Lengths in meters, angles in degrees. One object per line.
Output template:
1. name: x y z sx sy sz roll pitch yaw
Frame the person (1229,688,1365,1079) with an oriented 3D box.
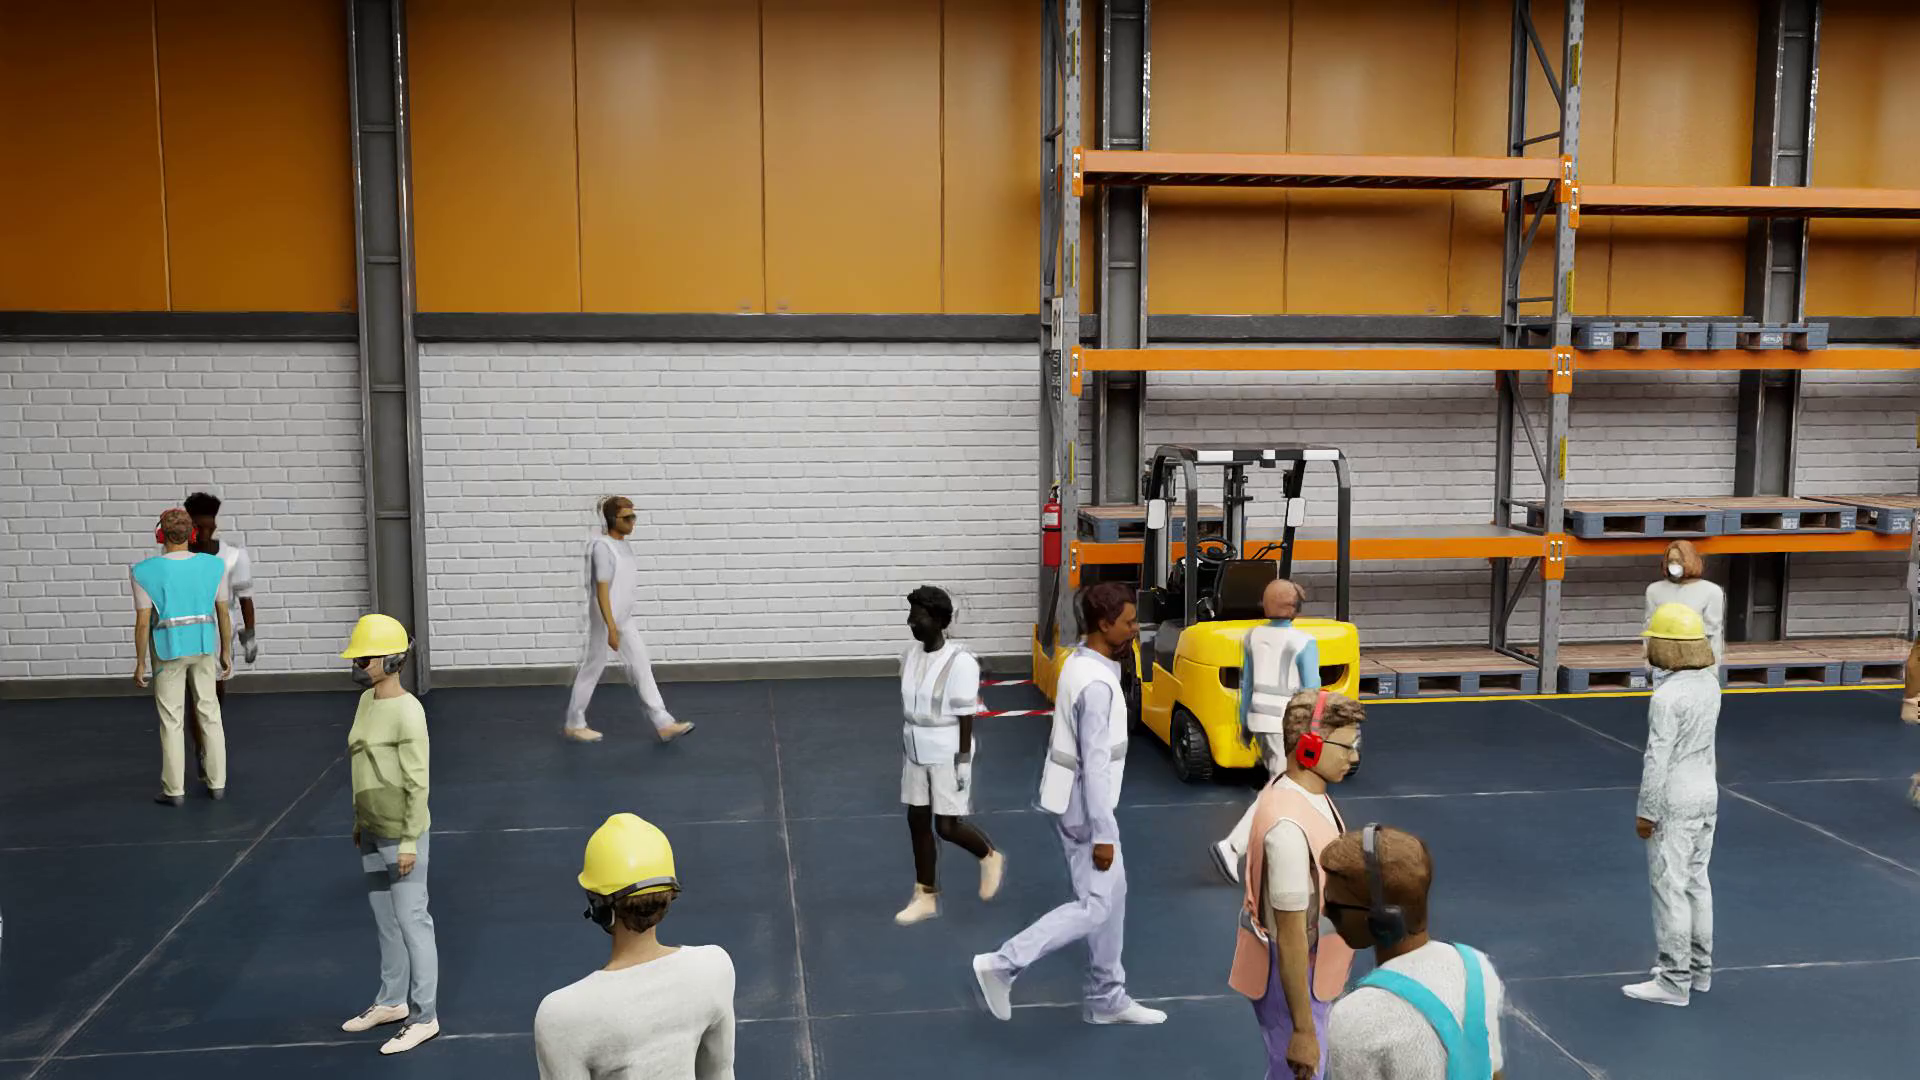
1. person: 0.997 1.344 4.923 0.390 1.840 0.565 2 7 13

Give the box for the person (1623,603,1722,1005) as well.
1. person: 3.103 1.133 7.235 0.487 1.737 0.324 -5 8 -39

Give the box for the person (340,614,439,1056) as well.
1. person: -2.320 1.174 6.737 0.309 1.769 0.523 -6 9 -44

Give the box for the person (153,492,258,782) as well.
1. person: -5.089 0.599 11.205 0.617 1.913 0.995 -4 8 -30

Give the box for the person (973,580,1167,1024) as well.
1. person: 0.468 1.100 6.841 0.732 1.896 0.600 0 7 1

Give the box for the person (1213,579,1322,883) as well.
1. person: 1.645 1.011 8.831 0.713 1.604 0.535 -4 8 -32

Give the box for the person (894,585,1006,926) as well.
1. person: -0.067 1.046 8.187 0.504 1.682 0.541 -6 9 -42

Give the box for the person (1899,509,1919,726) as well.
1. person: 7.350 0.385 12.495 0.428 2.033 0.642 5 8 37

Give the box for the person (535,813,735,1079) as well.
1. person: -0.747 1.504 3.848 0.310 1.769 0.525 6 9 44

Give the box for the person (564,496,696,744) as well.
1. person: -2.414 0.582 11.832 0.995 1.790 0.517 2 7 16

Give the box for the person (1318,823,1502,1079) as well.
1. person: 0.985 1.505 3.588 0.571 1.825 0.393 -5 8 -39

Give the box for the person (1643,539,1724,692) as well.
1. person: 4.677 0.790 10.751 0.506 1.614 0.599 6 9 40

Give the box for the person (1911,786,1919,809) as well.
1. person: 6.063 0.720 9.716 0.633 1.982 0.983 -4 8 -31

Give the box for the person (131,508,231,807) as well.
1. person: -4.805 0.727 10.301 0.574 1.843 0.374 -6 9 -43

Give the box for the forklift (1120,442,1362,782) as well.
1. forklift: 1.912 0.418 11.496 1.214 2.155 2.313 -1 7 -8
